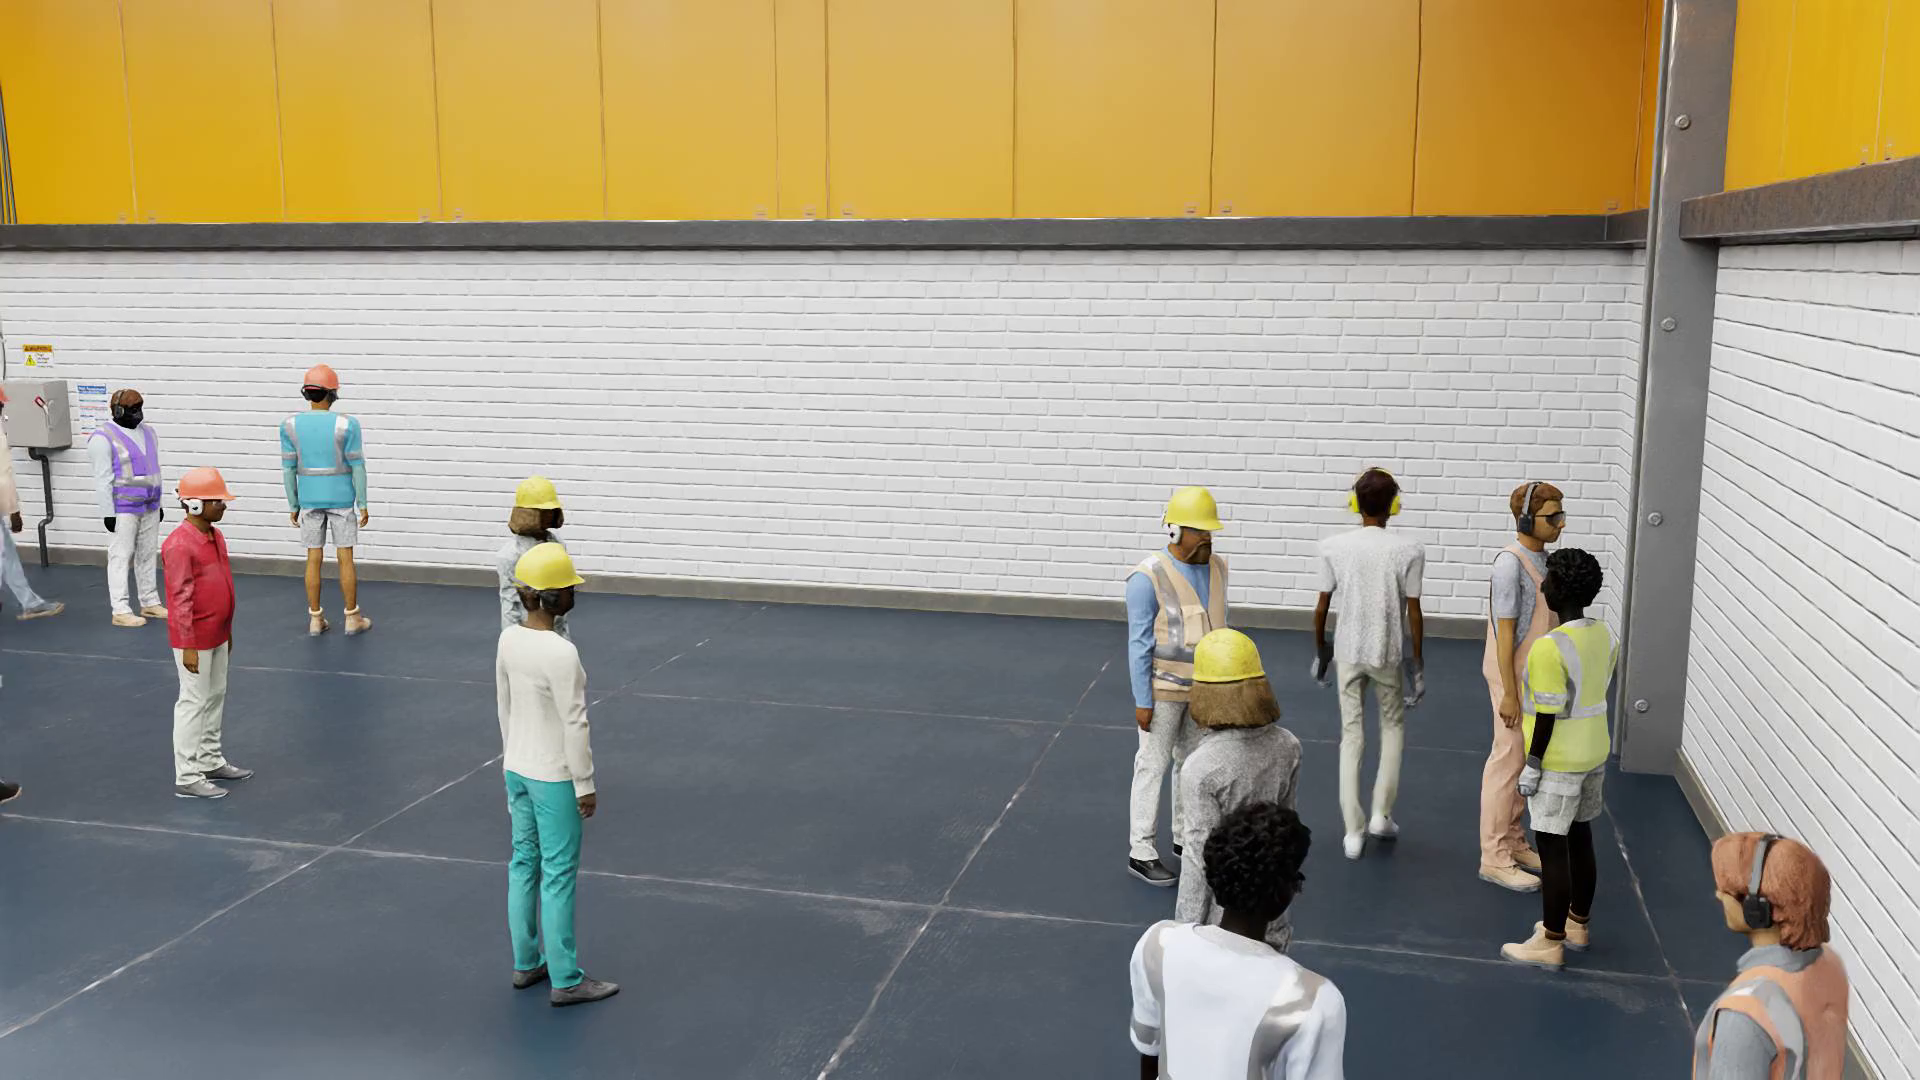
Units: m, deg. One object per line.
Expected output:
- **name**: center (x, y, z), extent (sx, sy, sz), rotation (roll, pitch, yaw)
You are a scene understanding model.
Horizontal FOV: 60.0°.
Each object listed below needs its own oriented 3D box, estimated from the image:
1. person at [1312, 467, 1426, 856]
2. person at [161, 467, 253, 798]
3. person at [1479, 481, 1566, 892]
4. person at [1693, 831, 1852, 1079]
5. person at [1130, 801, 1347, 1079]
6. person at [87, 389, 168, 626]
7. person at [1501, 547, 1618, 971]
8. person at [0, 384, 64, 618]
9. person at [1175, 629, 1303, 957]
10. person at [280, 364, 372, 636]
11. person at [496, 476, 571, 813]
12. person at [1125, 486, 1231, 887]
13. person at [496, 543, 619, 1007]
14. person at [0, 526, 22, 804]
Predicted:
- **person**: center (1.959, 0.572, 7.982), extent (0.548, 1.847, 0.583), rotation (3, 10, 19)
- **person**: center (-3.974, 0.483, 8.805), extent (0.356, 1.744, 0.565), rotation (0, 10, -1)
- **person**: center (2.557, 0.648, 7.536), extent (0.345, 1.846, 0.506), rotation (7, 12, 34)
- **person**: center (1.732, 1.425, 3.587), extent (0.531, 1.631, 0.315), rotation (-9, 13, -43)
- **person**: center (0.598, 1.393, 3.619), extent (0.540, 1.686, 0.322), rotation (9, 13, 42)
- **person**: center (-6.409, -0.255, 12.890), extent (0.429, 1.835, 0.629), rotation (3, 10, 15)
- **person**: center (2.412, 0.870, 6.661), extent (0.535, 1.697, 0.318), rotation (-9, 13, -44)
- **person**: center (-7.446, -0.266, 12.672), extent (0.619, 1.937, 1.068), rotation (6, 11, 32)
- **person**: center (0.813, 1.125, 5.049), extent (0.483, 1.736, 0.311), rotation (-8, 12, -38)
- **person**: center (-4.750, -0.293, 12.495), extent (0.607, 2.044, 0.377), rotation (-1, 10, -4)
- **person**: center (-2.135, 0.538, 8.476), extent (0.322, 1.743, 0.489), rotation (4, 11, 24)
- **person**: center (1.010, 0.655, 7.570), extent (0.591, 1.823, 0.405), rotation (-8, 12, -38)
- **person**: center (-1.562, 0.887, 6.355), extent (0.322, 1.769, 0.523), rotation (-9, 13, -44)
- **person**: center (-5.123, 0.487, 8.330), extent (0.629, 1.916, 0.762), rotation (0, 10, 0)
